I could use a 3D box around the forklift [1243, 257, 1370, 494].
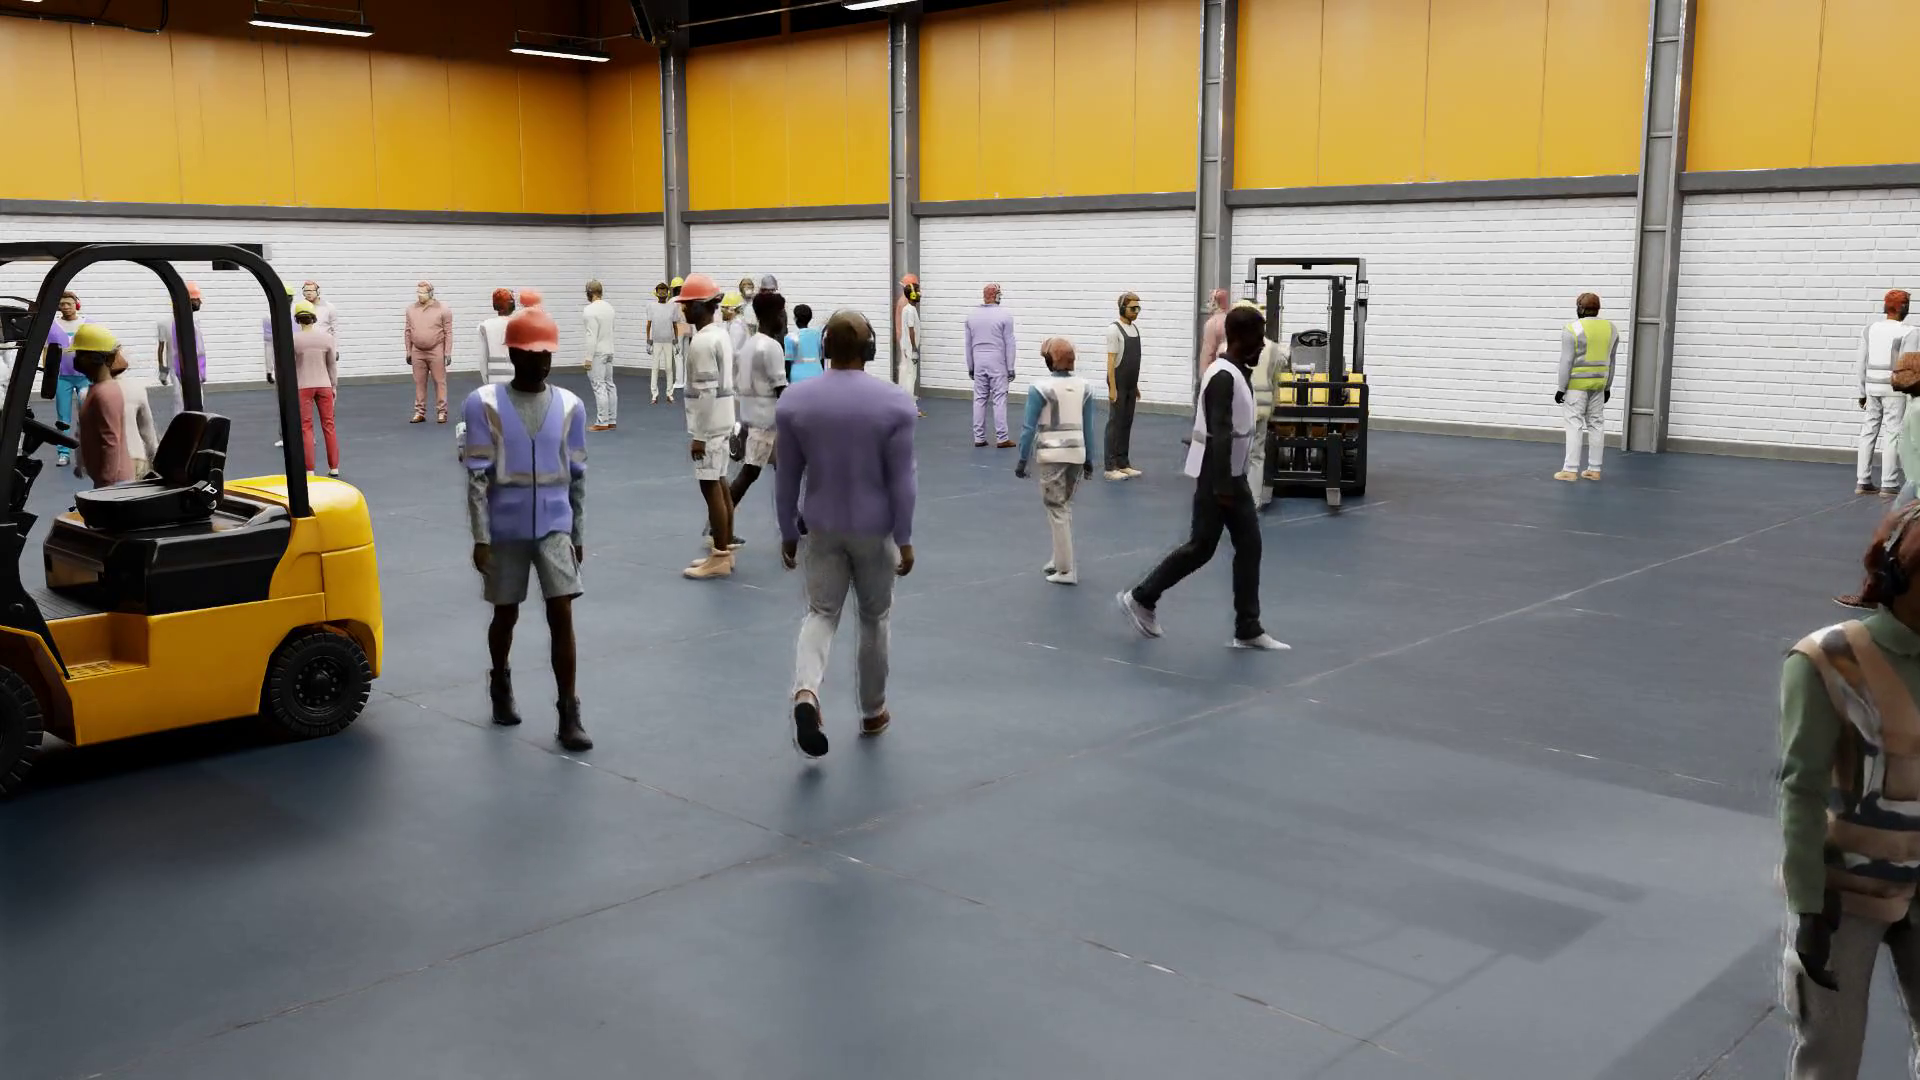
[{"bbox_3d":[3.309,-1.629,16.029,1.214,2.155,2.313,2,9,11],"label":"forklift"}]

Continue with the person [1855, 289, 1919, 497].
[{"bbox_3d":[8.461,-1.334,15.169,0.341,1.882,0.587,-4,10,-22],"label":"person"}]

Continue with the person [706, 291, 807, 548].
[{"bbox_3d":[-1.475,-0.901,12.448,1.017,1.919,0.620,-4,10,-21],"label":"person"}]

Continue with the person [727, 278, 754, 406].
[{"bbox_3d":[-3.242,-2.998,25.209,0.635,1.936,0.354,-8,12,-40],"label":"person"}]

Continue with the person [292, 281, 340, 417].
[{"bbox_3d":[-9.015,-2.661,23.240,0.651,1.906,0.402,-2,10,-14],"label":"person"}]

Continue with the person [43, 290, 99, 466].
[{"bbox_3d":[-9.347,-1.706,17.561,0.564,1.846,0.394,-4,10,-25],"label":"person"}]

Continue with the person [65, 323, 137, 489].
[{"bbox_3d":[-4.835,-0.339,9.422,0.309,1.772,0.525,-5,11,-28],"label":"person"}]

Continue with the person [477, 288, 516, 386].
[{"bbox_3d":[-4.456,-1.537,16.418,0.575,1.885,0.355,3,10,15],"label":"person"}]

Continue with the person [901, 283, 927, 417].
[{"bbox_3d":[-0.657,-2.663,23.352,0.328,1.876,0.514,-2,9,-9],"label":"person"}]

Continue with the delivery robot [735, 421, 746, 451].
[{"bbox_3d":[-2.099,-1.155,17.854,0.477,0.478,0.707,-9,13,-42],"label":"delivery robot"}]

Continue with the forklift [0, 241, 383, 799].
[{"bbox_3d":[-3.706,-0.171,7.093,1.214,2.155,2.313,9,13,43],"label":"forklift"}]

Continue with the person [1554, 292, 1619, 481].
[{"bbox_3d":[6.097,-1.493,16.272,0.635,1.842,0.429,-3,10,-17],"label":"person"}]

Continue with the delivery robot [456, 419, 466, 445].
[{"bbox_3d":[-5.245,-1.196,18.104,0.477,0.478,0.707,-1,9,-4],"label":"delivery robot"}]

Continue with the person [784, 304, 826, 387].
[{"bbox_3d":[-1.699,-1.754,18.355,0.537,1.688,0.323,-6,11,-33],"label":"person"}]

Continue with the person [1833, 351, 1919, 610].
[{"bbox_3d":[5.791,-0.328,9.917,0.850,1.584,0.543,7,12,37],"label":"person"}]

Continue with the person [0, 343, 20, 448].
[{"bbox_3d":[-11.154,-1.899,19.246,0.633,1.697,0.496,2,10,14],"label":"person"}]

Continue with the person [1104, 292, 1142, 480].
[{"bbox_3d":[1.616,-1.513,16.393,0.325,1.842,0.517,7,11,35],"label":"person"}]

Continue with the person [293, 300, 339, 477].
[{"bbox_3d":[-6.432,-1.486,16.474,0.526,1.765,0.329,-8,12,-41],"label":"person"}]

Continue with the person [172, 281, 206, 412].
[{"bbox_3d":[-8.100,-1.753,17.565,0.354,1.942,0.545,-6,11,-32],"label":"person"}]

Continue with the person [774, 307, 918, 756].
[{"bbox_3d":[-0.504,-0.031,7.120,0.633,1.917,0.822,2,9,10],"label":"person"}]

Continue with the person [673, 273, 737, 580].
[{"bbox_3d":[-1.709,-0.754,11.132,0.390,2.040,0.614,0,9,3],"label":"person"}]

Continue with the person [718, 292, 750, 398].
[{"bbox_3d":[-2.779,-2.056,19.894,0.915,1.785,0.594,-2,9,-10],"label":"person"}]

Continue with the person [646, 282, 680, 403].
[{"bbox_3d":[-4.587,-3.039,25.686,0.521,1.865,0.328,-3,10,-15],"label":"person"}]

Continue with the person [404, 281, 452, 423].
[{"bbox_3d":[-7.155,-2.515,22.364,0.636,1.903,0.404,0,9,2],"label":"person"}]

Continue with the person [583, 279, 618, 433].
[{"bbox_3d":[-4.569,-2.321,21.061,0.362,1.936,0.631,3,10,16],"label":"person"}]

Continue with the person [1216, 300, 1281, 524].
[{"bbox_3d":[2.296,-1.024,13.447,0.589,1.820,0.459,-2,10,-15],"label":"person"}]

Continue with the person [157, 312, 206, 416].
[{"bbox_3d":[-8.998,-1.978,19.241,0.547,1.841,0.430,-9,13,-43],"label":"person"}]

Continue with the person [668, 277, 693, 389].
[{"bbox_3d":[-4.860,-3.582,28.819,0.368,1.926,0.594,6,11,31],"label":"person"}]

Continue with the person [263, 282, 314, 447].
[{"bbox_3d":[-7.818,-2.042,19.404,0.586,1.919,0.392,-9,13,-44],"label":"person"}]

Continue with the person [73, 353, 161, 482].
[{"bbox_3d":[-5.573,-0.521,11.086,0.823,1.590,0.514,4,10,22],"label":"person"}]

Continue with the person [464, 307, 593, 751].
[{"bbox_3d":[-1.897,-0.066,7.327,0.556,1.912,0.821,-5,10,-27],"label":"person"}]

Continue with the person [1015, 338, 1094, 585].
[{"bbox_3d":[0.597,-0.524,11.027,0.518,1.618,0.624,-7,12,-38],"label":"person"}]

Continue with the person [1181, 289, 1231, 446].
[{"bbox_3d":[2.918,-1.873,18.606,1.050,1.841,0.658,8,12,40],"label":"person"}]

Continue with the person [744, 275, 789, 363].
[{"bbox_3d":[-2.686,-2.758,23.420,0.699,2.000,1.040,-6,11,-32],"label":"person"}]

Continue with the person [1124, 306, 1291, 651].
[{"bbox_3d":[1.365,-0.341,9.112,0.894,1.882,0.615,4,10,23],"label":"person"}]

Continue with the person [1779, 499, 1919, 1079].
[{"bbox_3d":[1.839,0.730,3.289,0.534,1.634,0.381,0,9,-2],"label":"person"}]

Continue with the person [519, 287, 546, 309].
[{"bbox_3d":[-4.563,-1.709,17.468,0.639,1.890,0.609,1,9,6],"label":"person"}]

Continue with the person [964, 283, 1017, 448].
[{"bbox_3d":[0.377,-2.023,19.325,0.641,1.910,0.401,6,11,32],"label":"person"}]

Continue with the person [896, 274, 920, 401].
[{"bbox_3d":[-0.813,-3.188,26.196,0.396,1.992,0.622,0,9,1],"label":"person"}]
